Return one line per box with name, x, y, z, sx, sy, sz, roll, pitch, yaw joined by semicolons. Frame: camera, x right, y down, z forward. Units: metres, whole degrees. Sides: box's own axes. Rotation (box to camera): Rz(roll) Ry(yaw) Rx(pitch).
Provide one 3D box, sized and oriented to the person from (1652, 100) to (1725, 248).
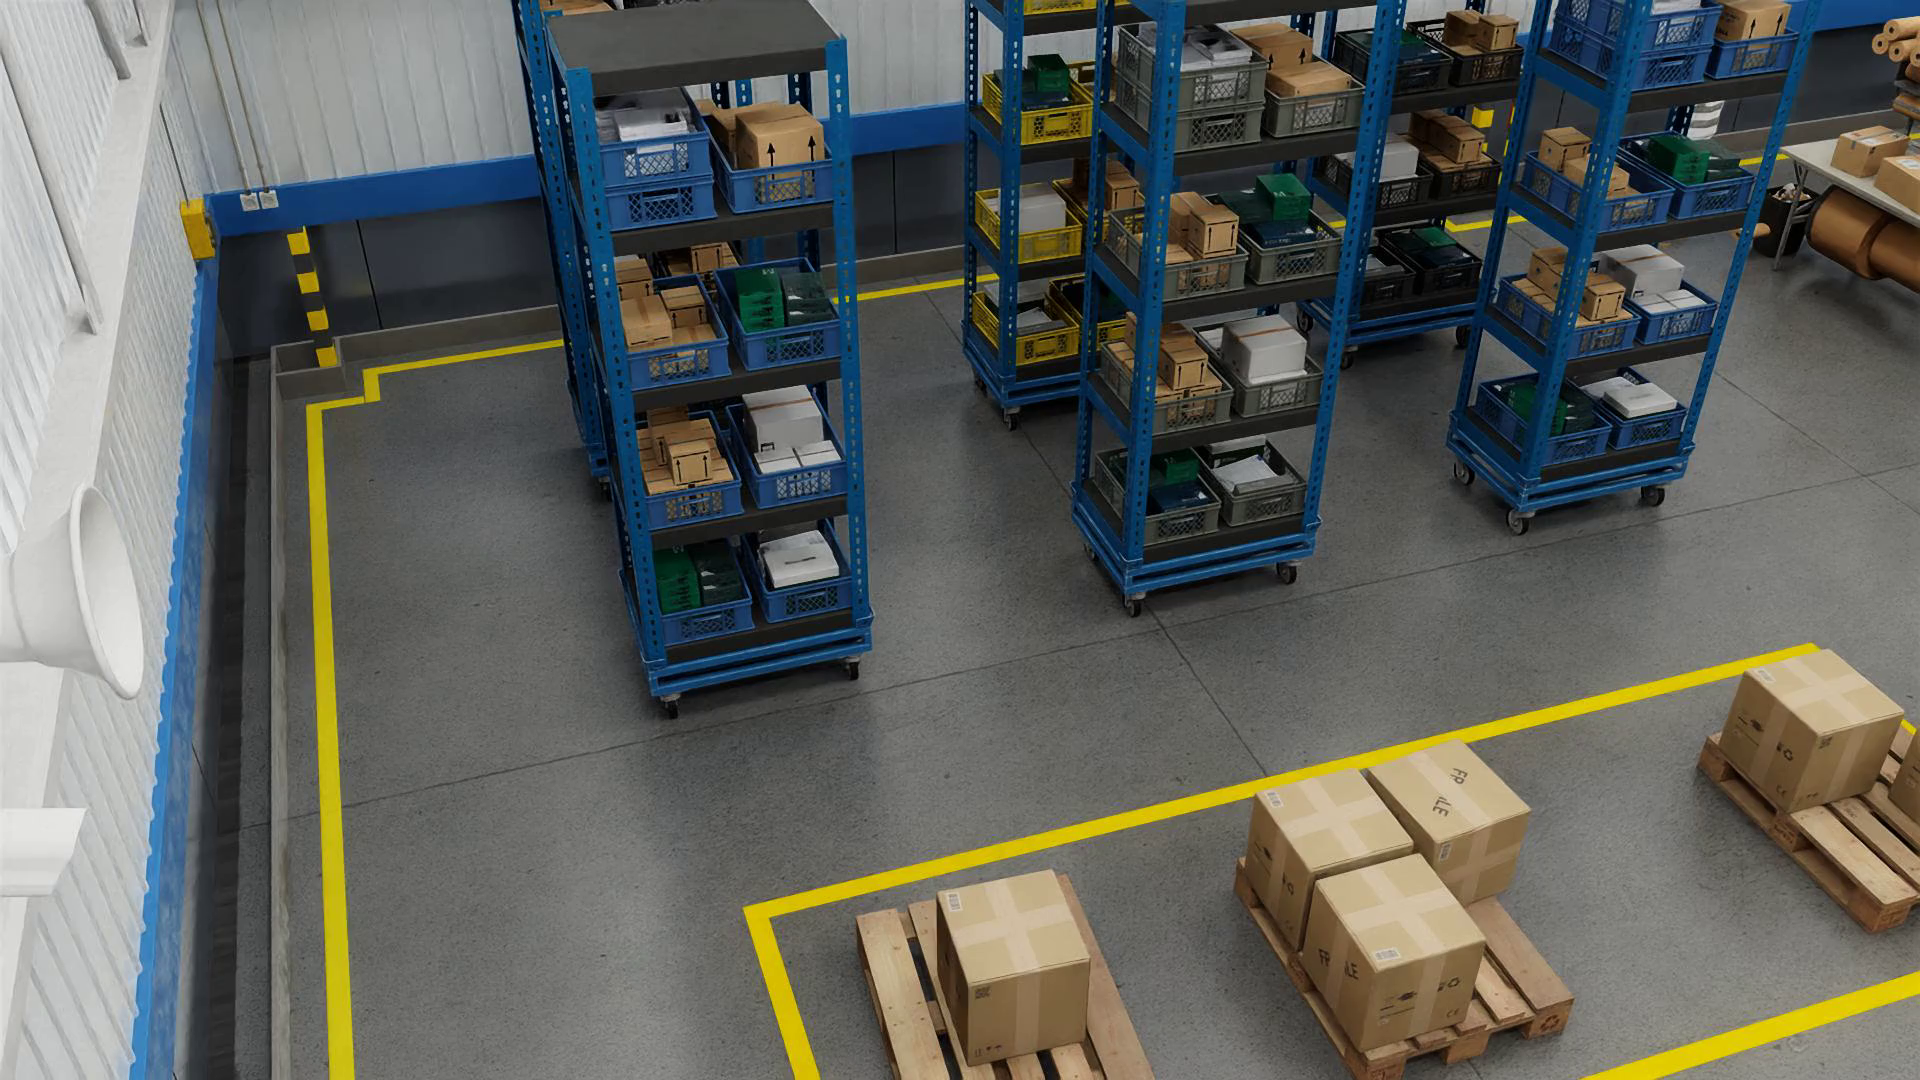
person;5.831;-3.258;13.276;0.573;1.882;0.356;-23;41;-29
